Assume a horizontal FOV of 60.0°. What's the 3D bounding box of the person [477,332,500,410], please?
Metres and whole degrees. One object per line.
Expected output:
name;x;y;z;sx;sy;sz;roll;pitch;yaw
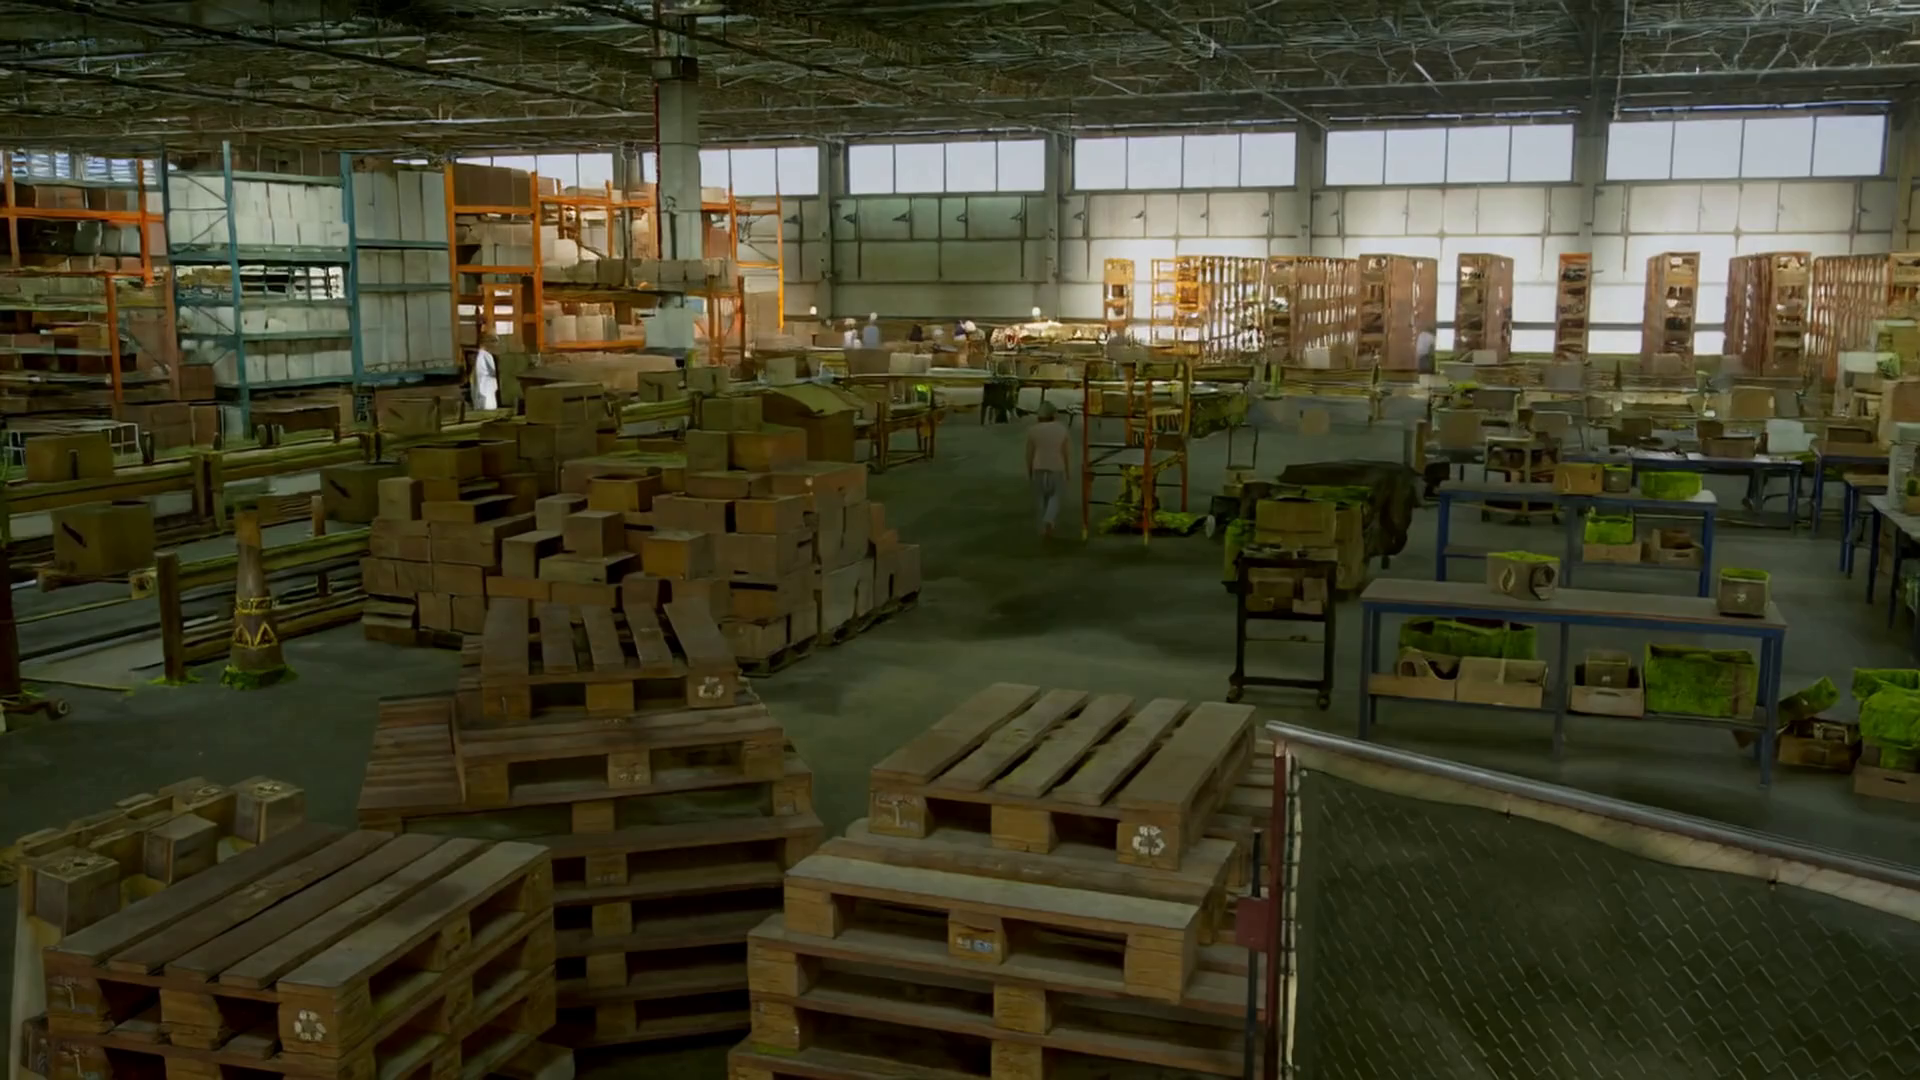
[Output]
person;-8.241;-2.623;29.189;0.395;2.038;0.614;0;9;-3

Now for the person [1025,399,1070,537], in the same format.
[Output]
person;0.993;-0.816;19.130;0.514;1.616;0.583;2;9;14

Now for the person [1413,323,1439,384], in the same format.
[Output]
person;12.016;-4.718;43.092;0.401;1.808;0.743;-8;12;-41

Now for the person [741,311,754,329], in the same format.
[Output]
person;-7.693;-7.399;60.097;0.525;1.754;0.379;3;10;19

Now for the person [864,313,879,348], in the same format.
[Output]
person;-2.577;-5.954;50.609;0.877;1.870;0.679;6;11;35

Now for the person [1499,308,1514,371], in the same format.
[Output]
person;16.583;-6.002;50.397;0.377;2.045;0.605;-1;9;-9

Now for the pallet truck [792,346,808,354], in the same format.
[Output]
pallet truck;-3.705;-4.298;42.022;0.653;1.274;1.630;3;10;20

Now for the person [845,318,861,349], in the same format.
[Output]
person;-2.997;-5.388;47.265;0.779;1.810;0.594;5;10;30

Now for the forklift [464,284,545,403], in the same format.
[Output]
forklift;-10.832;-4.702;39.610;1.129;2.768;1.873;3;10;20

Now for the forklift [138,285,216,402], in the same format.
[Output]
forklift;-17.480;-4.200;36.461;1.873;2.768;1.129;3;10;19

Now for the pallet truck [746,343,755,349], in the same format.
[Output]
pallet truck;-6.183;-4.618;44.264;1.601;1.201;0.680;-9;12;-43
